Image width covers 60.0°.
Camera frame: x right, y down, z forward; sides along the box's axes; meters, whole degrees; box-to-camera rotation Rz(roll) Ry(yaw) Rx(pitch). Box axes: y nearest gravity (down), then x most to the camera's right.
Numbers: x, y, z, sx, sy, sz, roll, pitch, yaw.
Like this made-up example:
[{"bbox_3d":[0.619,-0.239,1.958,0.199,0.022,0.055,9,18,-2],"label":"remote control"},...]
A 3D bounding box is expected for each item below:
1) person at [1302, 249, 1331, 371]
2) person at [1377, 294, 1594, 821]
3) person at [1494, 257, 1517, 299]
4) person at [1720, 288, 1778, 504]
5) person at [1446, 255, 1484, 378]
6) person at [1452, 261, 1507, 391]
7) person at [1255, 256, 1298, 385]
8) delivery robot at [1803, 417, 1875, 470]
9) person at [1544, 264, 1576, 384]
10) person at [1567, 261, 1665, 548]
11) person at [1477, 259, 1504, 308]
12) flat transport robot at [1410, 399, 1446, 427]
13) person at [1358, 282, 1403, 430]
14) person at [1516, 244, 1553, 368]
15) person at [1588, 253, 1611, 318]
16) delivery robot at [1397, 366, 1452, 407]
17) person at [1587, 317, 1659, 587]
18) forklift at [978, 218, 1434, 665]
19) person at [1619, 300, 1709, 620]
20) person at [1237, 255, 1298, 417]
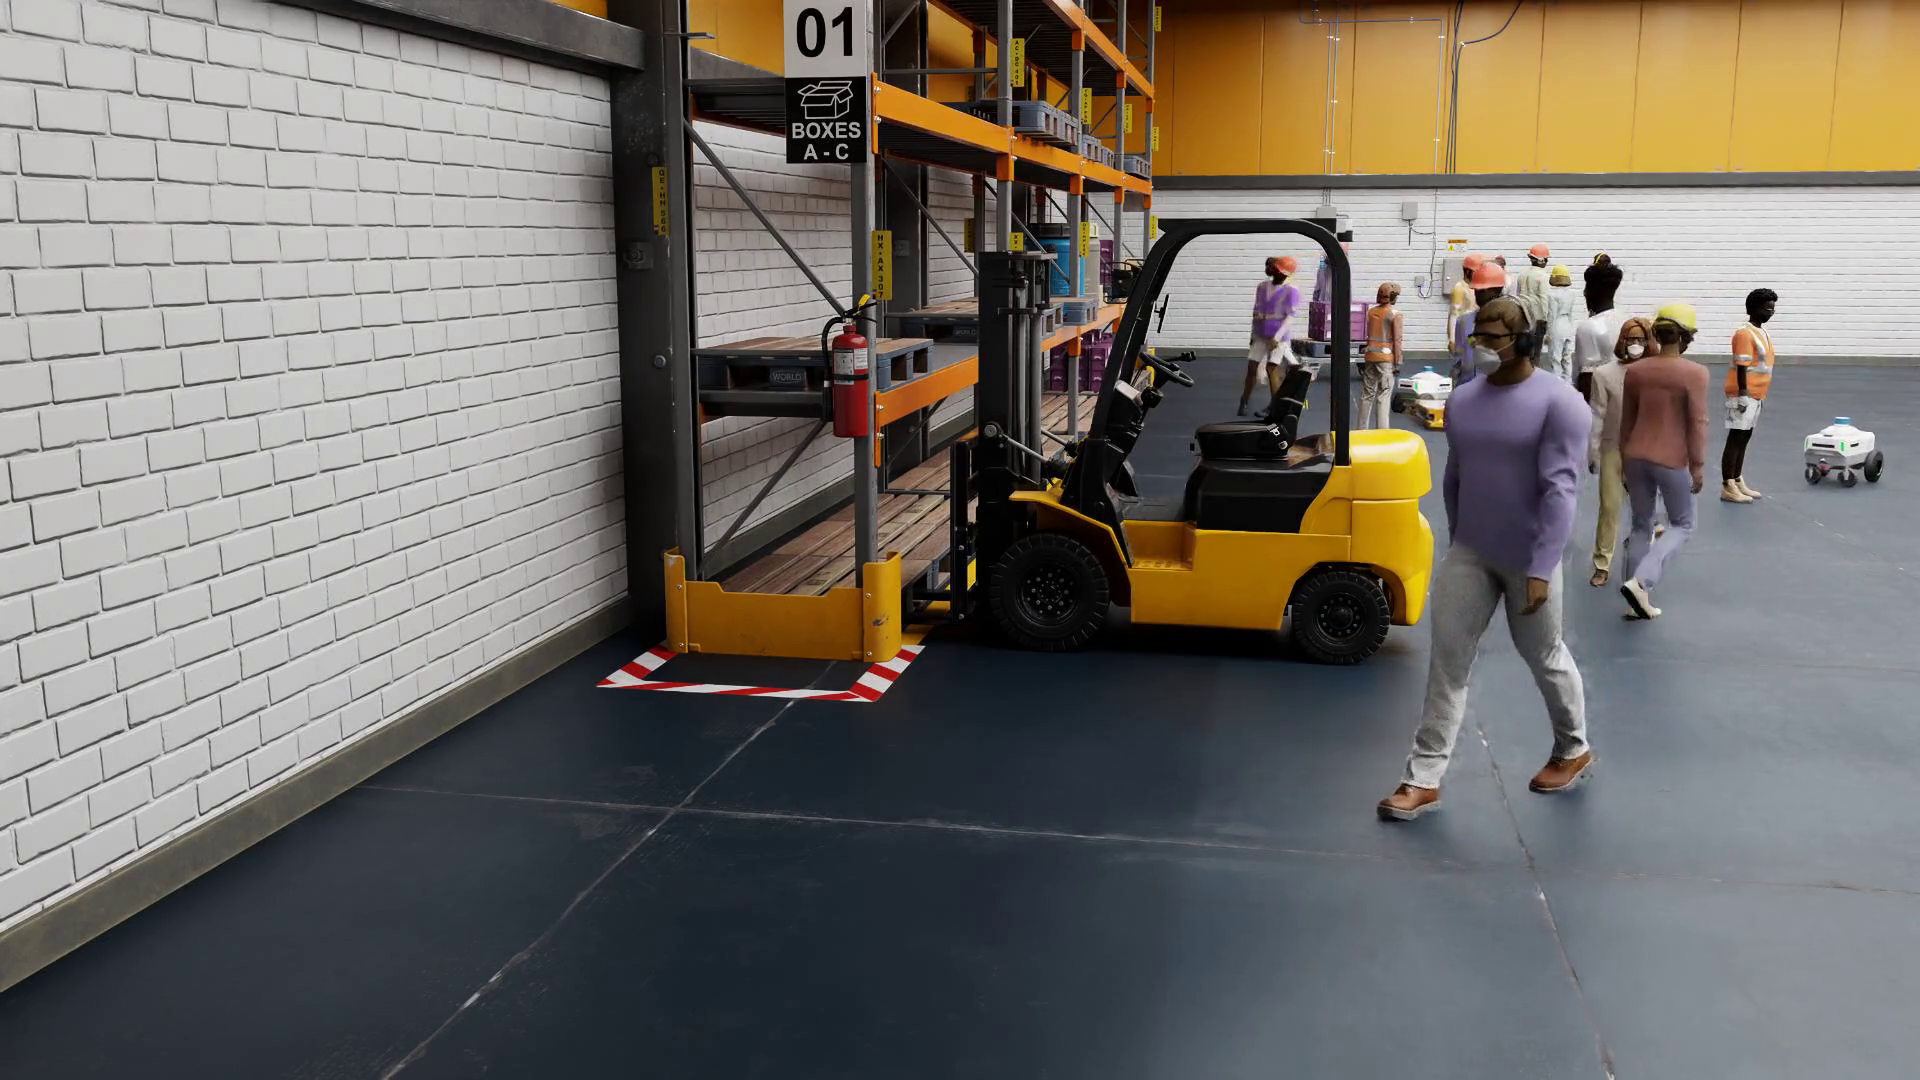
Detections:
[{"bbox_3d":[5.648,-3.564,25.618,1.031,1.984,0.633,-6,12,-31],"label":"person"},{"bbox_3d":[1.994,0.054,6.067,1.014,1.897,0.630,-8,13,-37],"label":"person"},{"bbox_3d":[8.336,-3.518,25.940,0.635,1.773,1.027,1,10,7],"label":"person"},{"bbox_3d":[6.238,-1.142,13.164,0.321,1.692,0.530,8,13,39],"label":"person"},{"bbox_3d":[5.998,-2.459,19.904,0.551,1.883,0.769,7,12,32],"label":"person"},{"bbox_3d":[3.800,-1.040,11.983,0.625,1.917,0.552,-9,14,-42],"label":"person"},{"bbox_3d":[4.451,-3.068,23.380,0.632,1.823,0.779,-8,13,-39],"label":"person"},{"bbox_3d":[7.496,-0.804,14.173,0.707,0.478,0.477,-9,14,-41],"label":"delivery robot"},{"bbox_3d":[7.618,-2.635,21.207,0.486,1.744,0.310,-7,13,-34],"label":"person"},{"bbox_3d":[4.367,-0.911,11.238,0.610,1.932,0.943,-7,12,-32],"label":"person"},{"bbox_3d":[6.548,-2.570,20.656,0.451,1.816,0.623,4,11,20],"label":"person"},{"bbox_3d":[5.467,-1.417,18.569,0.652,0.197,1.431,1,10,6],"label":"flat transport robot"},{"bbox_3d":[4.330,-1.817,17.052,0.321,1.630,0.514,-5,12,-28],"label":"person"},{"bbox_3d":[7.687,-2.953,22.262,0.394,1.992,0.622,-3,11,-18],"label":"person"},{"bbox_3d":[8.537,-2.890,22.274,0.531,1.866,0.322,-8,13,-37],"label":"person"},{"bbox_3d":[5.530,-1.813,19.703,0.707,0.478,0.477,-6,12,-31],"label":"delivery robot"},{"bbox_3d":[3.987,-0.512,9.895,0.493,1.624,0.280,4,11,21],"label":"person"},{"bbox_3d":[1.285,-0.567,8.635,2.313,2.155,1.214,2,11,11],"label":"forklift"},{"bbox_3d":[3.780,-0.413,8.992,0.447,1.745,0.550,-6,12,-30],"label":"person"},{"bbox_3d":[3.546,-2.352,19.321,0.422,1.879,0.700,-9,13,-39],"label":"person"}]
